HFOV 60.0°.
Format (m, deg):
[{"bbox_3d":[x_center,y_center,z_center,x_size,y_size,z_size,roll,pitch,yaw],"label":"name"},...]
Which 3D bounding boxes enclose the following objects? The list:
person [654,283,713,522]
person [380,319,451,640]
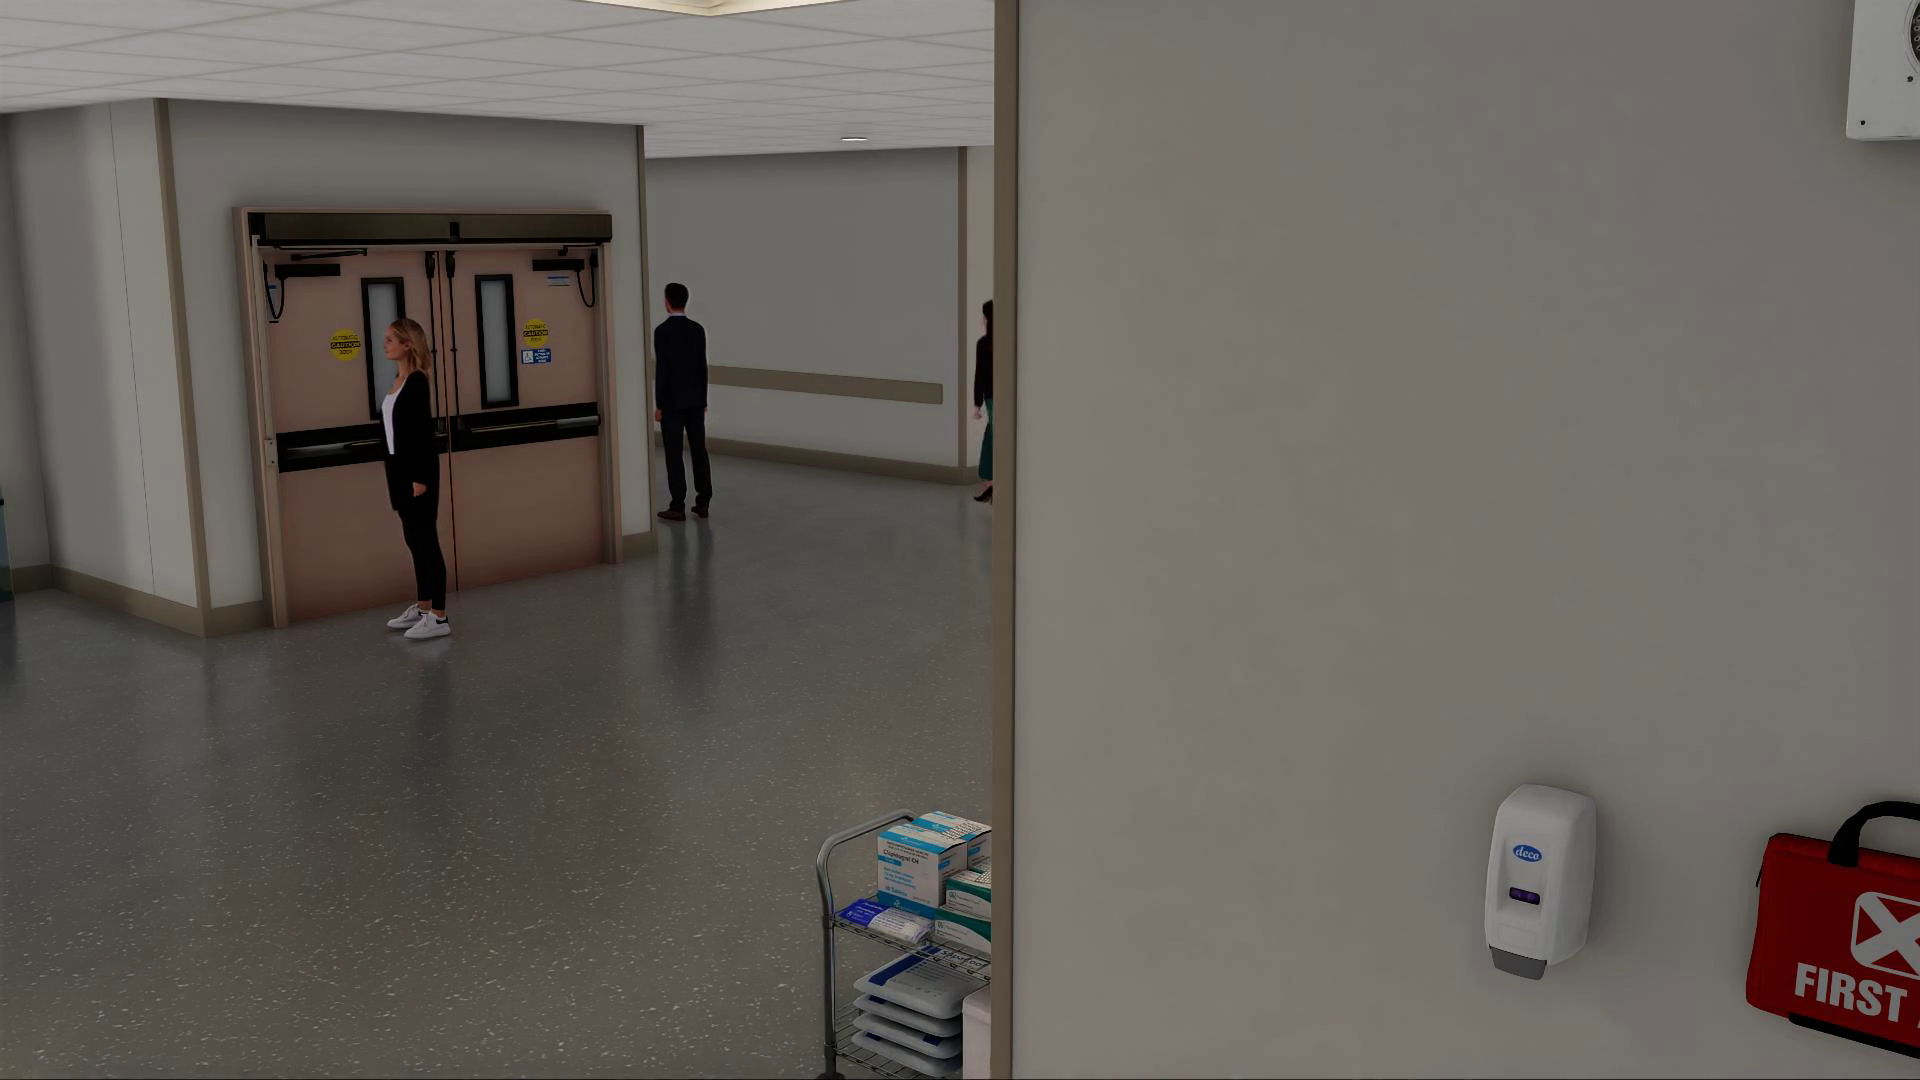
[{"bbox_3d":[-2.218,-1.098,13.195,0.539,1.866,0.721,-10,15,-43],"label":"person"},{"bbox_3d":[-3.076,-0.347,9.410,0.613,1.801,0.656,-7,13,-32],"label":"person"}]
